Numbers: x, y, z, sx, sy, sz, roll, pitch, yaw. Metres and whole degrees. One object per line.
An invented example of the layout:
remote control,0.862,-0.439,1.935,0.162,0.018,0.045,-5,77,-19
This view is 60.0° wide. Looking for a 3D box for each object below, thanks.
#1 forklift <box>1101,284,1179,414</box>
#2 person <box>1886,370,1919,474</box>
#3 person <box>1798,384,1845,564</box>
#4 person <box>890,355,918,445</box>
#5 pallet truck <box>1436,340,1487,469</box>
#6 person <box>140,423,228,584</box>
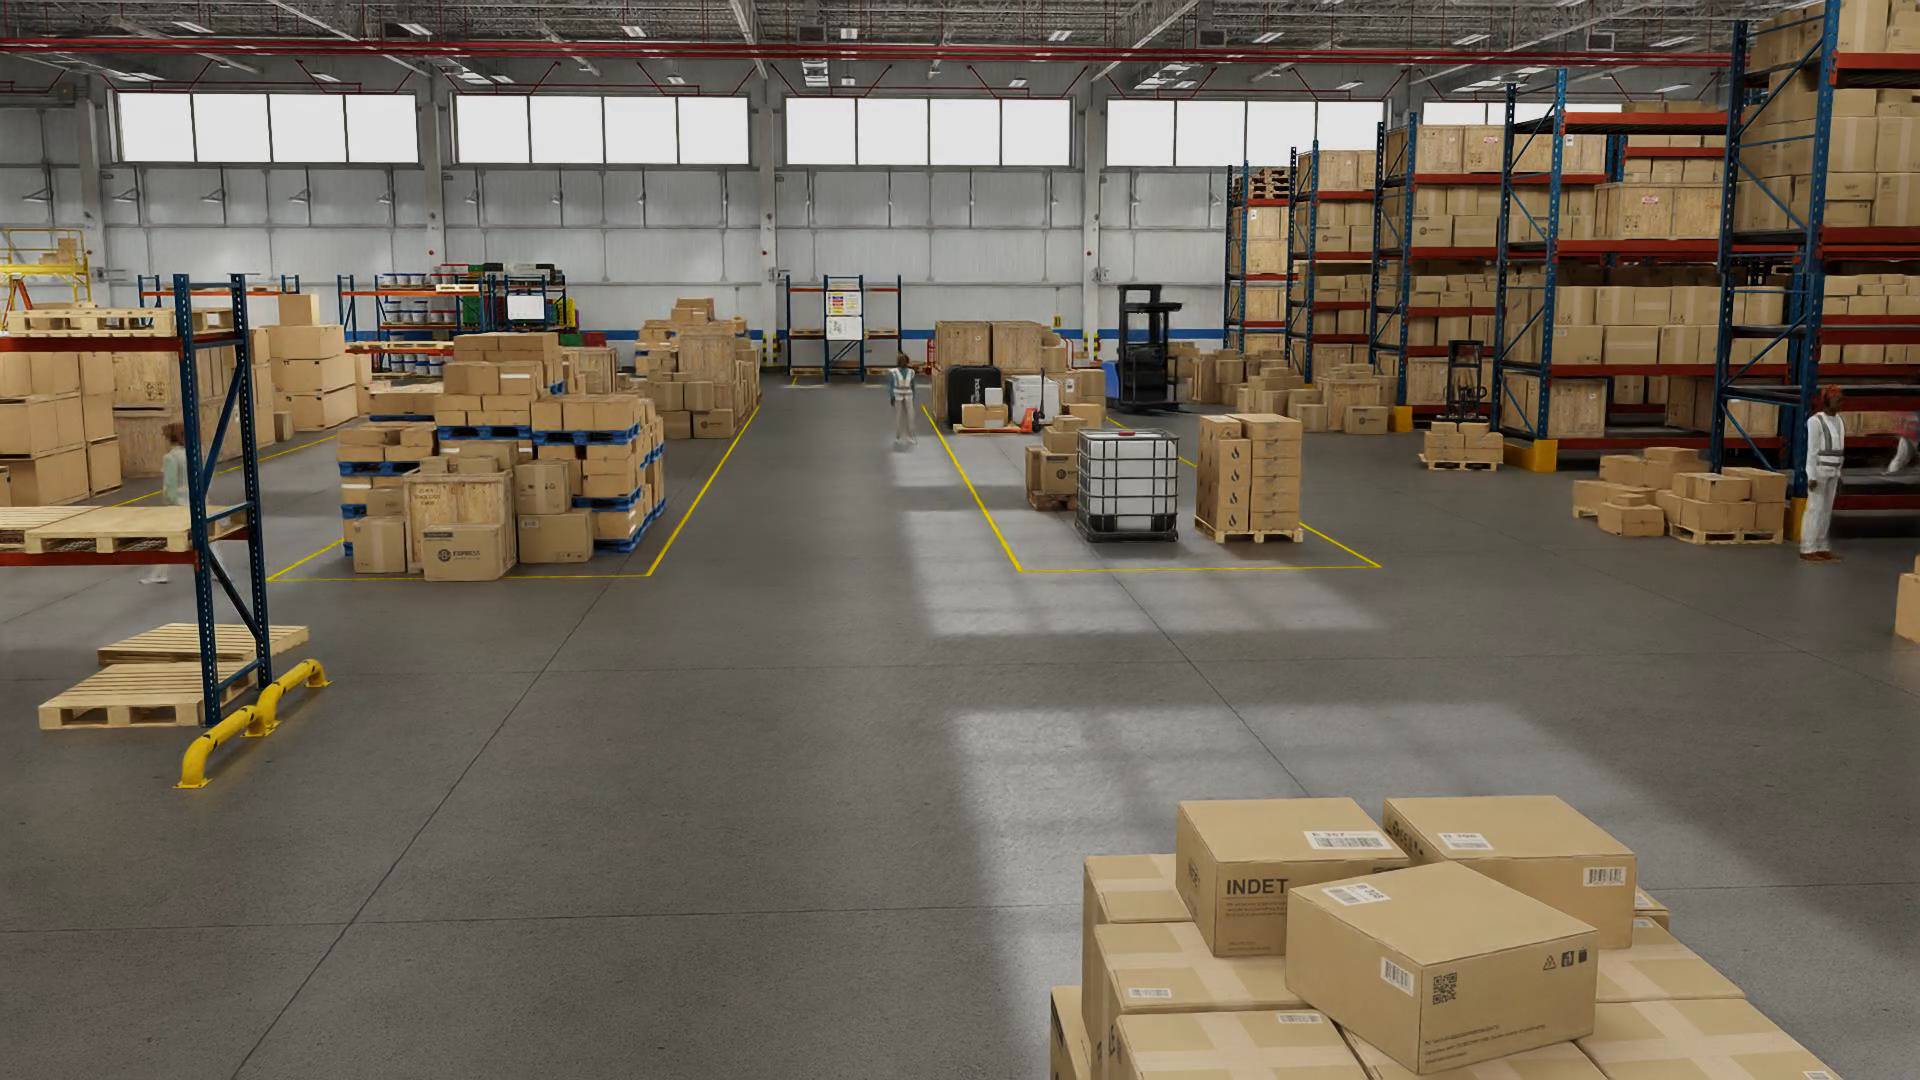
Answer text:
forklift,3.939,-4.255,36.745,1.129,2.768,1.873,-3,10,-20
person,12.743,-1.385,22.146,0.950,1.803,0.634,0,9,-1
person,9.091,-0.692,17.495,0.584,1.882,0.337,-6,11,-34
person,-0.998,-2.485,29.631,0.521,1.607,0.793,-3,10,-18
pallet truck,8.004,-2.170,26.422,0.823,1.965,1.885,2,9,14
person,-7.614,-0.354,16.293,0.802,1.598,0.514,2,9,13
